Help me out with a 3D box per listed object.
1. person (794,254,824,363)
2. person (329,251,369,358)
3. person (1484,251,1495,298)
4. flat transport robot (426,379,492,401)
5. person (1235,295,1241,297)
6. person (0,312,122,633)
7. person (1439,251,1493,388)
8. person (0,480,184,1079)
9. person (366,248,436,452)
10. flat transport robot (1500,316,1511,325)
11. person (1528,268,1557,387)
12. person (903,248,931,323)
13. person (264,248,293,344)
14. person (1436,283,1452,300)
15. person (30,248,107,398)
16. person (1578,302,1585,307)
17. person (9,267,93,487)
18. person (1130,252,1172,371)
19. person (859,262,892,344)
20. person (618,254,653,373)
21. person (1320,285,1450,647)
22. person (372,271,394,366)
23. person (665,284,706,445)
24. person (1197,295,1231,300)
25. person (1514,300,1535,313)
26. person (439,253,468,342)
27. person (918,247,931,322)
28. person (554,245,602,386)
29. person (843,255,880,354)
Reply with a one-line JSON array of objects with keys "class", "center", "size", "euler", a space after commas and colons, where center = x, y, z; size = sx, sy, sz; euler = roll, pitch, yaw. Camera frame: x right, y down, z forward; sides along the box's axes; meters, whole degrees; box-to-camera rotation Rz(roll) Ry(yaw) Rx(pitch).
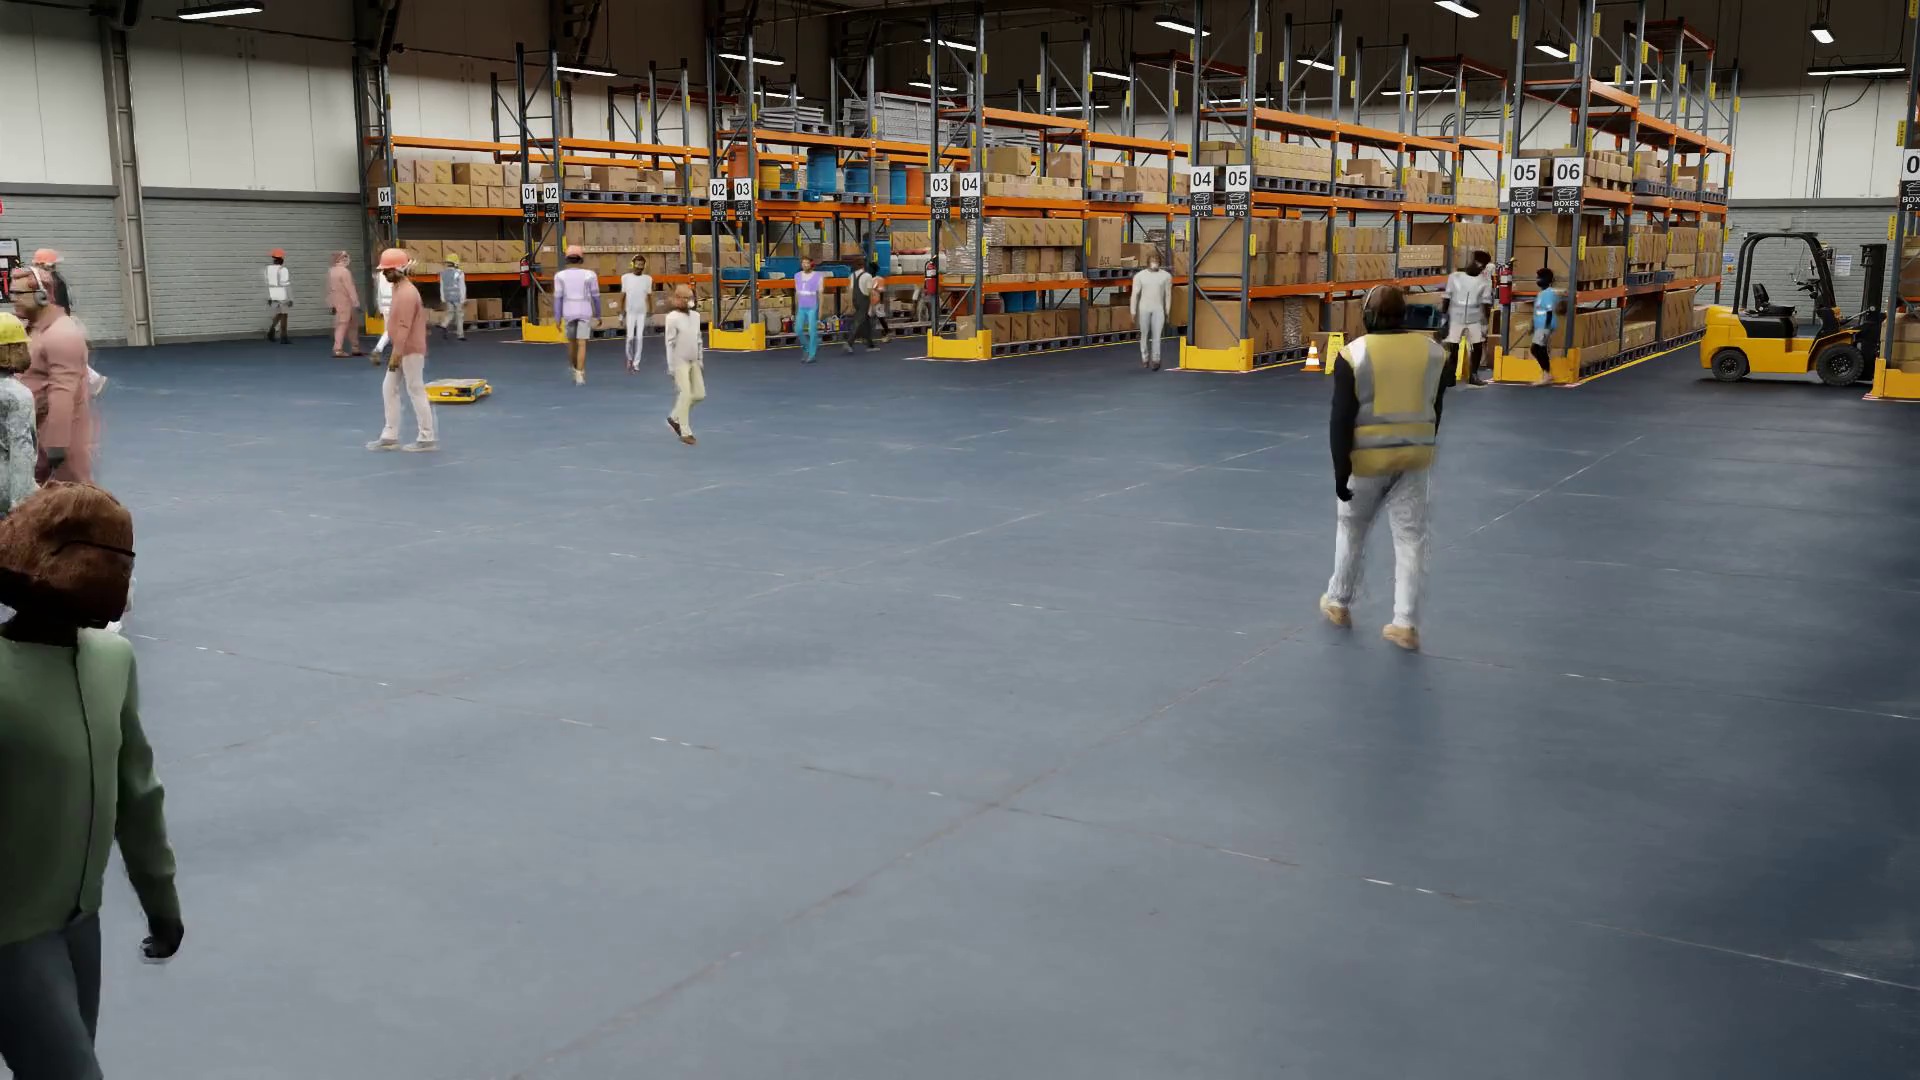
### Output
[{"class": "person", "center": [-2.561, -3.902, 28.128], "size": [0.589, 1.827, 0.456], "euler": [5, 11, 27]}, {"class": "person", "center": [-10.829, -4.180, 29.569], "size": [0.817, 1.879, 0.651], "euler": [-7, 12, -35]}, {"class": "person", "center": [12.337, -5.888, 39.187], "size": [0.509, 1.860, 0.334], "euler": [2, 10, 13]}, {"class": "flat transport robot", "center": [-6.538, -1.946, 21.545], "size": [0.652, 0.197, 1.431], "euler": [-1, 10, -5]}, {"class": "person", "center": [5.859, -4.955, 33.780], "size": [0.563, 1.918, 0.466], "euler": [4, 11, 23]}, {"class": "person", "center": [-4.629, -0.251, 8.073], "size": [0.493, 1.695, 0.917], "euler": [4, 11, 20]}, {"class": "person", "center": [7.057, -3.057, 23.156], "size": [0.724, 1.926, 0.381], "euler": [3, 11, 16]}, {"class": "person", "center": [-1.639, 0.696, 2.969], "size": [0.393, 1.604, 0.545], "euler": [0, 10, 2]}, {"class": "person", "center": [-5.457, -1.813, 16.031], "size": [0.746, 1.966, 0.624], "euler": [-5, 11, -27]}, {"class": "flat transport robot", "center": [13.392, -5.386, 40.811], "size": [0.652, 0.197, 1.431], "euler": [3, 11, 18]}, {"class": "person", "center": [8.216, -2.991, 23.457], "size": [0.368, 1.676, 0.540], "euler": [2, 10, 10]}, {"class": "person", "center": [-0.977, -6.088, 40.210], "size": [0.572, 1.884, 0.973], "euler": [8, 13, 37]}, {"class": "person", "center": [-13.648, -4.881, 33.359], "size": [0.557, 1.921, 0.421], "euler": [4, 11, 23]}, {"class": "person", "center": [12.144, -6.362, 41.722], "size": [0.571, 1.896, 0.638], "euler": [-5, 11, -26]}, {"class": "person", "center": [-11.522, -2.751, 21.324], "size": [0.886, 1.971, 0.614], "euler": [-6, 12, -30]}, {"class": "person", "center": [15.315, -6.266, 41.525], "size": [0.935, 1.789, 0.623], "euler": [7, 12, 33]}, {"class": "person", "center": [-5.280, -0.612, 9.549], "size": [0.678, 1.879, 0.686], "euler": [-9, 14, -42]}, {"class": "person", "center": [3.056, -3.646, 26.590], "size": [0.665, 1.869, 1.070], "euler": [0, 10, 2]}, {"class": "person", "center": [-1.691, -4.777, 33.522], "size": [0.539, 1.660, 0.851], "euler": [8, 13, 37]}, {"class": "person", "center": [-5.064, -3.536, 26.036], "size": [0.550, 1.846, 0.417], "euler": [-4, 11, -21]}, {"class": "person", "center": [2.165, -0.404, 8.607], "size": [0.629, 1.802, 0.899], "euler": [-1, 10, -4]}, {"class": "person", "center": [-9.226, -3.706, 26.938], "size": [0.603, 1.870, 0.634], "euler": [4, 11, 24]}, {"class": "person", "center": [-2.799, -1.768, 16.778], "size": [0.419, 1.615, 0.520], "euler": [6, 12, 30]}, {"class": "person", "center": [4.597, -4.361, 30.117], "size": [0.686, 2.000, 0.834], "euler": [4, 11, 22]}, {"class": "person", "center": [12.076, -5.275, 35.525], "size": [0.633, 1.939, 0.368], "euler": [6, 12, 29]}, {"class": "person", "center": [-10.382, -4.952, 34.062], "size": [0.598, 1.816, 0.585], "euler": [4, 11, 23]}, {"class": "person", "center": [-0.828, -6.396, 41.869], "size": [0.587, 1.920, 0.384], "euler": [7, 12, 33]}, {"class": "person", "center": [-5.499, -3.239, 23.977], "size": [0.626, 1.978, 1.087], "euler": [-1, 10, -3]}, {"class": "person", "center": [-1.835, -4.324, 30.577], "size": [0.931, 1.814, 0.514], "euler": [-10, 14, -44]}]
